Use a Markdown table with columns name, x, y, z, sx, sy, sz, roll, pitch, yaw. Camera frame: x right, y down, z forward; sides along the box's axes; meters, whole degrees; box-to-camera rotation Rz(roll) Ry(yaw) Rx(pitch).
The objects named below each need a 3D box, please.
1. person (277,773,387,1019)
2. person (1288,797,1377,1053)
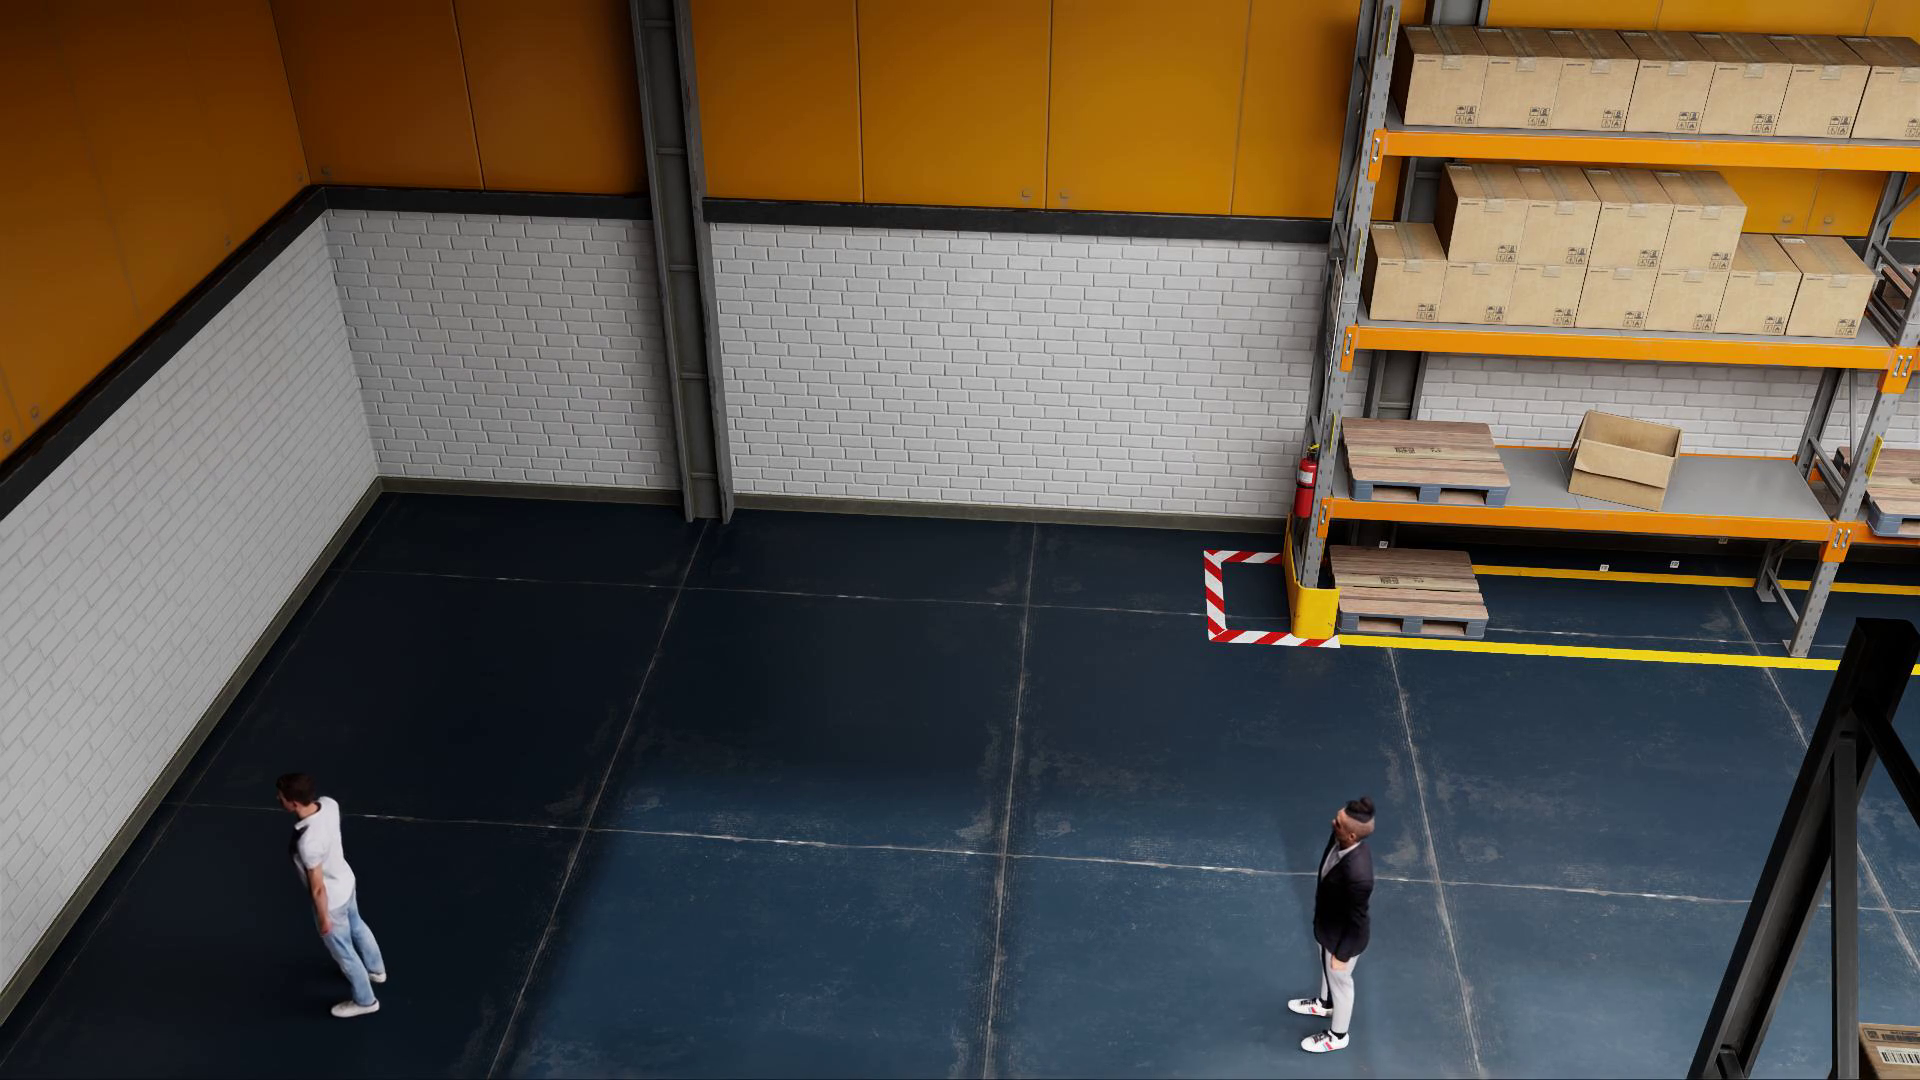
| name | x | y | z | sx | sy | sz | roll | pitch | yaw |
| --- | --- | --- | --- | --- | --- | --- | --- | --- | --- |
| person | -3.800 | 2.135 | 10.112 | 0.579 | 1.849 | 0.673 | -3 | 34 | -5 |
| person | 2.261 | 2.250 | 9.845 | 0.617 | 1.954 | 0.723 | -1 | 34 | -2 |
